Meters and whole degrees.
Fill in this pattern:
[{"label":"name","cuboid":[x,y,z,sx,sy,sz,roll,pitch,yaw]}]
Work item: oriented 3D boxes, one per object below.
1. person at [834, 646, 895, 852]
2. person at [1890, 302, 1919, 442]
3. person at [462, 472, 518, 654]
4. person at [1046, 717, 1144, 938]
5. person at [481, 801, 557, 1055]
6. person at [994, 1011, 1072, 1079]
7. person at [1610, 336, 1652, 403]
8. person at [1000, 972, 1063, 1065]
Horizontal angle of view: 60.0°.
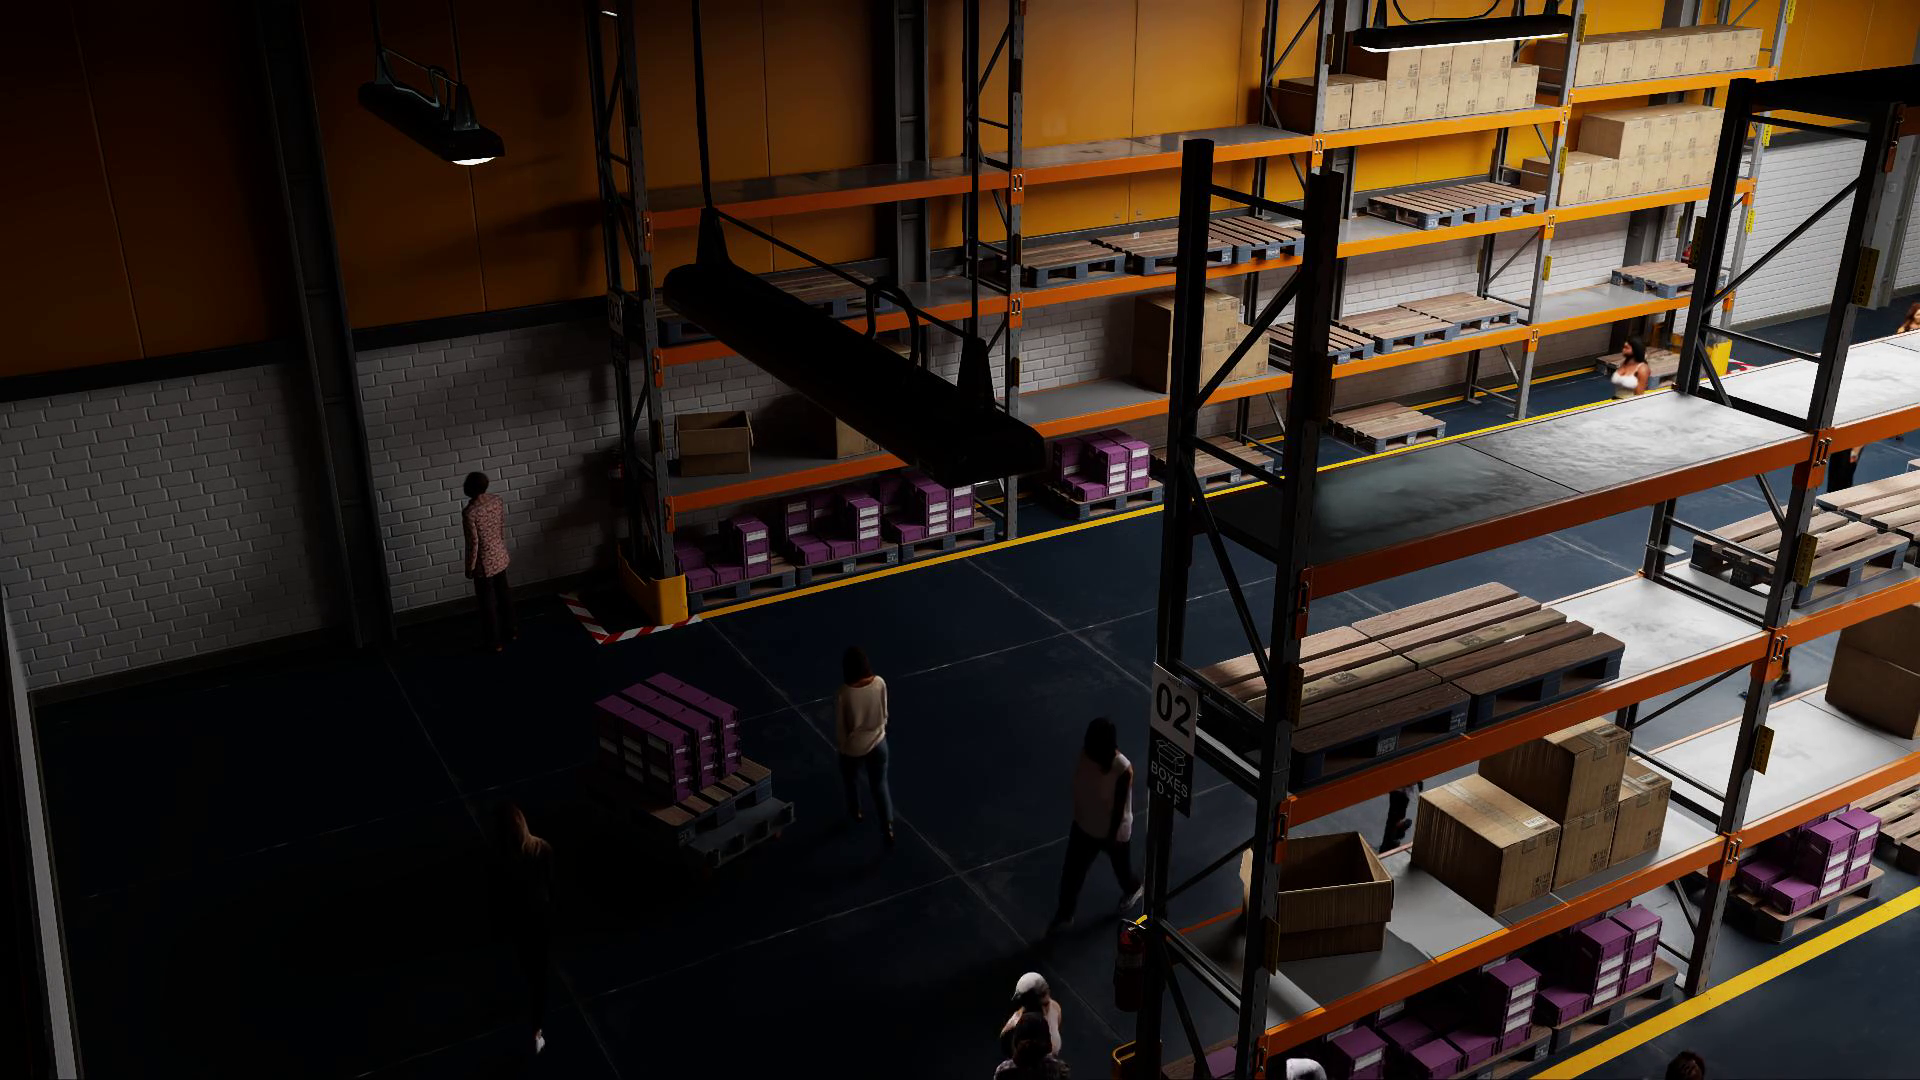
[{"label":"person","cuboid":[-0.707,1.618,12.781,1.031,1.648,0.790,-8,25,-18]},{"label":"person","cuboid":[11.986,-2.161,21.213,0.731,1.819,0.788,-1,24,-3]},{"label":"person","cuboid":[-4.495,0.196,15.837,0.841,1.807,0.738,10,26,23]},{"label":"person","cuboid":[1.056,2.013,11.875,0.862,1.651,1.171,21,31,39]},{"label":"person","cuboid":[-2.783,2.514,10.722,1.145,1.655,0.902,-5,24,-11]},{"label":"person","cuboid":[0.391,3.324,8.844,1.152,1.675,1.051,1,24,3]},{"label":"person","cuboid":[8.029,-1.543,19.846,1.095,1.782,0.719,-8,25,-18]},{"label":"person","cuboid":[0.321,3.065,9.433,0.648,1.679,0.731,-19,30,-36]}]
